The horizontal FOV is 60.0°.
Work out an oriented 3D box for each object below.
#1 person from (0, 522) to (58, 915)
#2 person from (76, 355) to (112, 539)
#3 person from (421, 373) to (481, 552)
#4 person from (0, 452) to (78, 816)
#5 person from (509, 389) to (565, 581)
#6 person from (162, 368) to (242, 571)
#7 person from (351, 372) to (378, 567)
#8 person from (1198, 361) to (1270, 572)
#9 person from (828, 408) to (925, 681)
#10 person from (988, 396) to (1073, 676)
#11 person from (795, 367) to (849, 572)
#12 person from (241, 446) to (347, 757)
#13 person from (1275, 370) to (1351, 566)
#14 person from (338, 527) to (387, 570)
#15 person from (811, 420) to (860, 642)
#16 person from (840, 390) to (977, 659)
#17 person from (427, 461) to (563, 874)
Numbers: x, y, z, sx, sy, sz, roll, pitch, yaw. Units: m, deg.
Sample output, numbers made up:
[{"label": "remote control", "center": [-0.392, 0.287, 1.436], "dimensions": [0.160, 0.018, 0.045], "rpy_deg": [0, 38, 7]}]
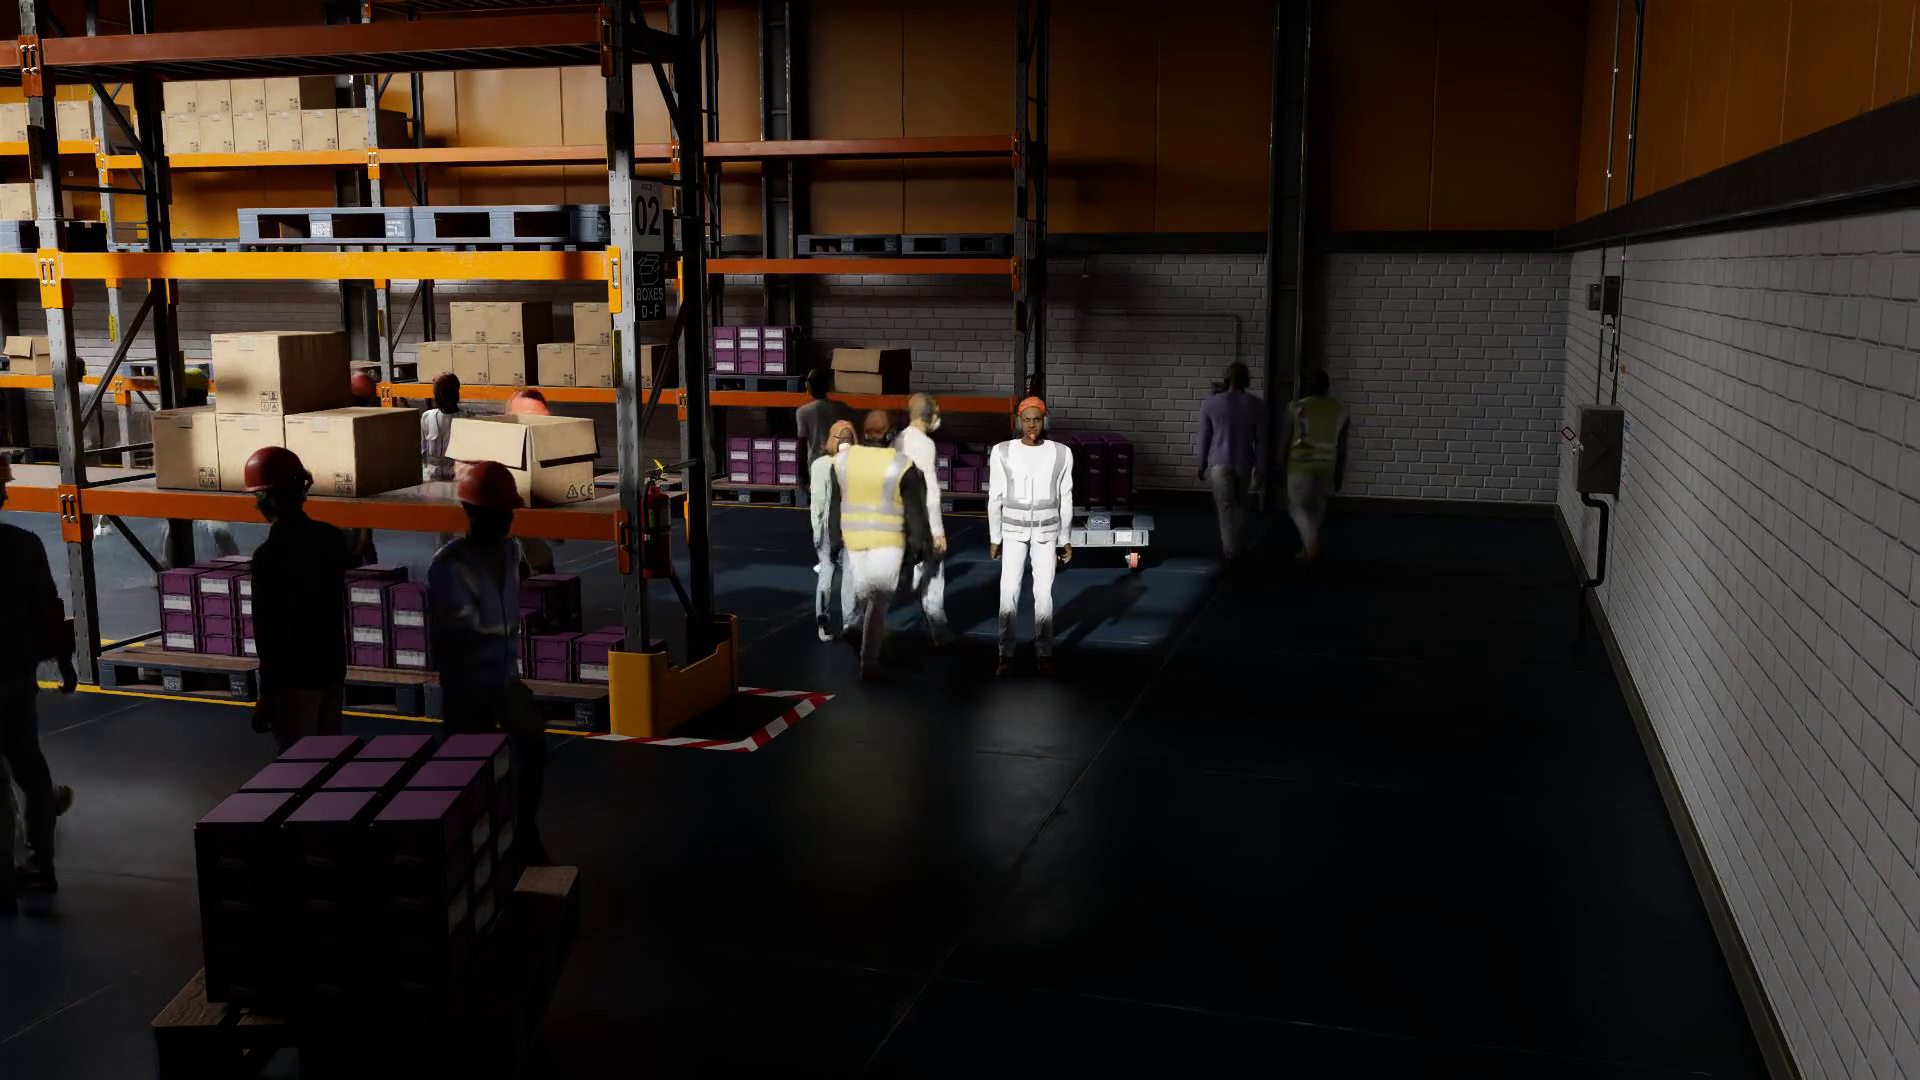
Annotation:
[{"label": "person", "center": [-4.148, 0.625, 7.066], "dimensions": [0.374, 1.941, 0.627], "rpy_deg": [2, 10, 12]}, {"label": "person", "center": [-8.865, -0.936, 16.811], "dimensions": [0.326, 1.865, 0.519], "rpy_deg": [3, 10, 17]}, {"label": "person", "center": [-4.157, -0.423, 13.614], "dimensions": [0.572, 1.886, 0.354], "rpy_deg": [2, 10, 12]}, {"label": "person", "center": [-4.417, 0.532, 7.639], "dimensions": [0.642, 1.932, 1.037], "rpy_deg": [1, 9, 5]}, {"label": "person", "center": [-3.061, -0.134, 11.864], "dimensions": [0.977, 1.890, 0.558], "rpy_deg": [3, 10, 15]}, {"label": "person", "center": [-6.413, -0.517, 14.158], "dimensions": [0.947, 1.879, 0.618], "rpy_deg": [-2, 9, -10]}, {"label": "person", "center": [-4.977, -0.473, 13.957], "dimensions": [0.573, 1.872, 1.042], "rpy_deg": [-8, 12, -40]}, {"label": "person", "center": [2.496, -0.671, 15.125], "dimensions": [0.621, 1.900, 0.988], "rpy_deg": [0, 9, -2]}, {"label": "person", "center": [-0.535, 0.003, 11.296], "dimensions": [0.630, 1.790, 0.926], "rpy_deg": [4, 10, 24]}, {"label": "person", "center": [0.472, -0.020, 11.167], "dimensions": [0.573, 1.883, 0.356], "rpy_deg": [0, 9, -2]}, {"label": "person", "center": [-1.207, -0.616, 14.877], "dimensions": [0.561, 1.855, 0.397], "rpy_deg": [-4, 10, -23]}, {"label": "person", "center": [-2.851, 0.586, 7.157], "dimensions": [0.391, 1.986, 0.609], "rpy_deg": [1, 9, 8]}, {"label": "person", "center": [3.227, -0.628, 15.107], "dimensions": [0.668, 1.816, 0.728], "rpy_deg": [-2, 9, -10]}, {"label": "person", "center": [-4.689, -0.169, 12.801], "dimensions": [0.914, 1.633, 0.535], "rpy_deg": [4, 10, 25]}, {"label": "person", "center": [-0.864, -0.072, 12.241], "dimensions": [0.507, 1.631, 0.276], "rpy_deg": [-6, 11, -34]}, {"label": "person", "center": [-0.377, -0.090, 11.582], "dimensions": [0.915, 1.904, 0.651], "rpy_deg": [-2, 9, -11]}, {"label": "person", "center": [-2.008, 0.610, 7.229], "dimensions": [0.660, 1.909, 0.541], "rpy_deg": [5, 10, 27]}]
